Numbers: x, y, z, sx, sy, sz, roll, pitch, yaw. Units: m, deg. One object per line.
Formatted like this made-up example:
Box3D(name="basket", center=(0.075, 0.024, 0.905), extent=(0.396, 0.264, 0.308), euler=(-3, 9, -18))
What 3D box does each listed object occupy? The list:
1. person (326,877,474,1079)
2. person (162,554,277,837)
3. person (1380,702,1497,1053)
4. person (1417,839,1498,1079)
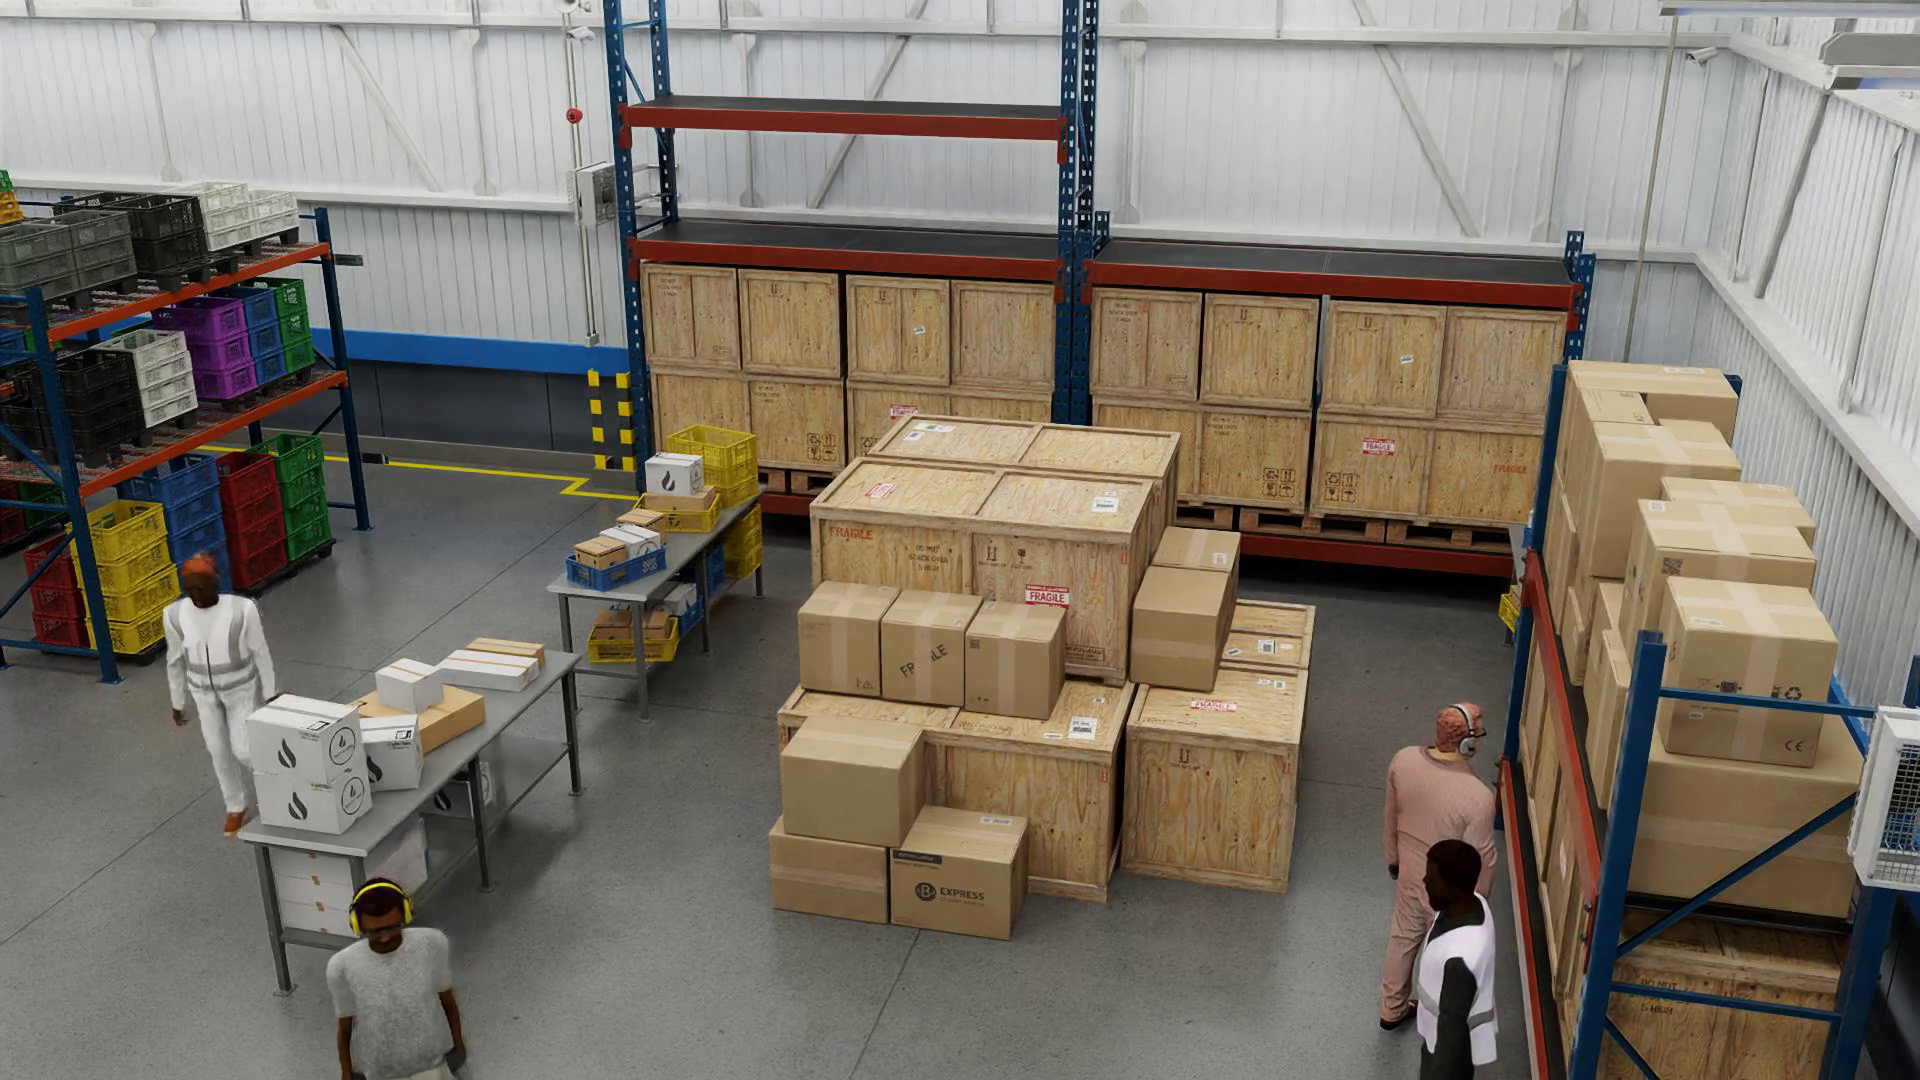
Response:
Box3D(name="person", center=(-2.315, 2.236, 6.962), extent=(0.522, 1.859, 0.357), euler=(-10, 23, -25))
Box3D(name="person", center=(-4.566, 0.944, 10.316), extent=(0.604, 1.867, 0.462), euler=(-1, 21, -2))
Box3D(name="person", center=(2.412, 1.684, 8.328), extent=(0.405, 1.906, 0.653), euler=(-12, 24, -29))
Box3D(name="person", center=(2.096, 2.144, 7.131), extent=(0.400, 1.908, 0.599), euler=(6, 22, 16))
